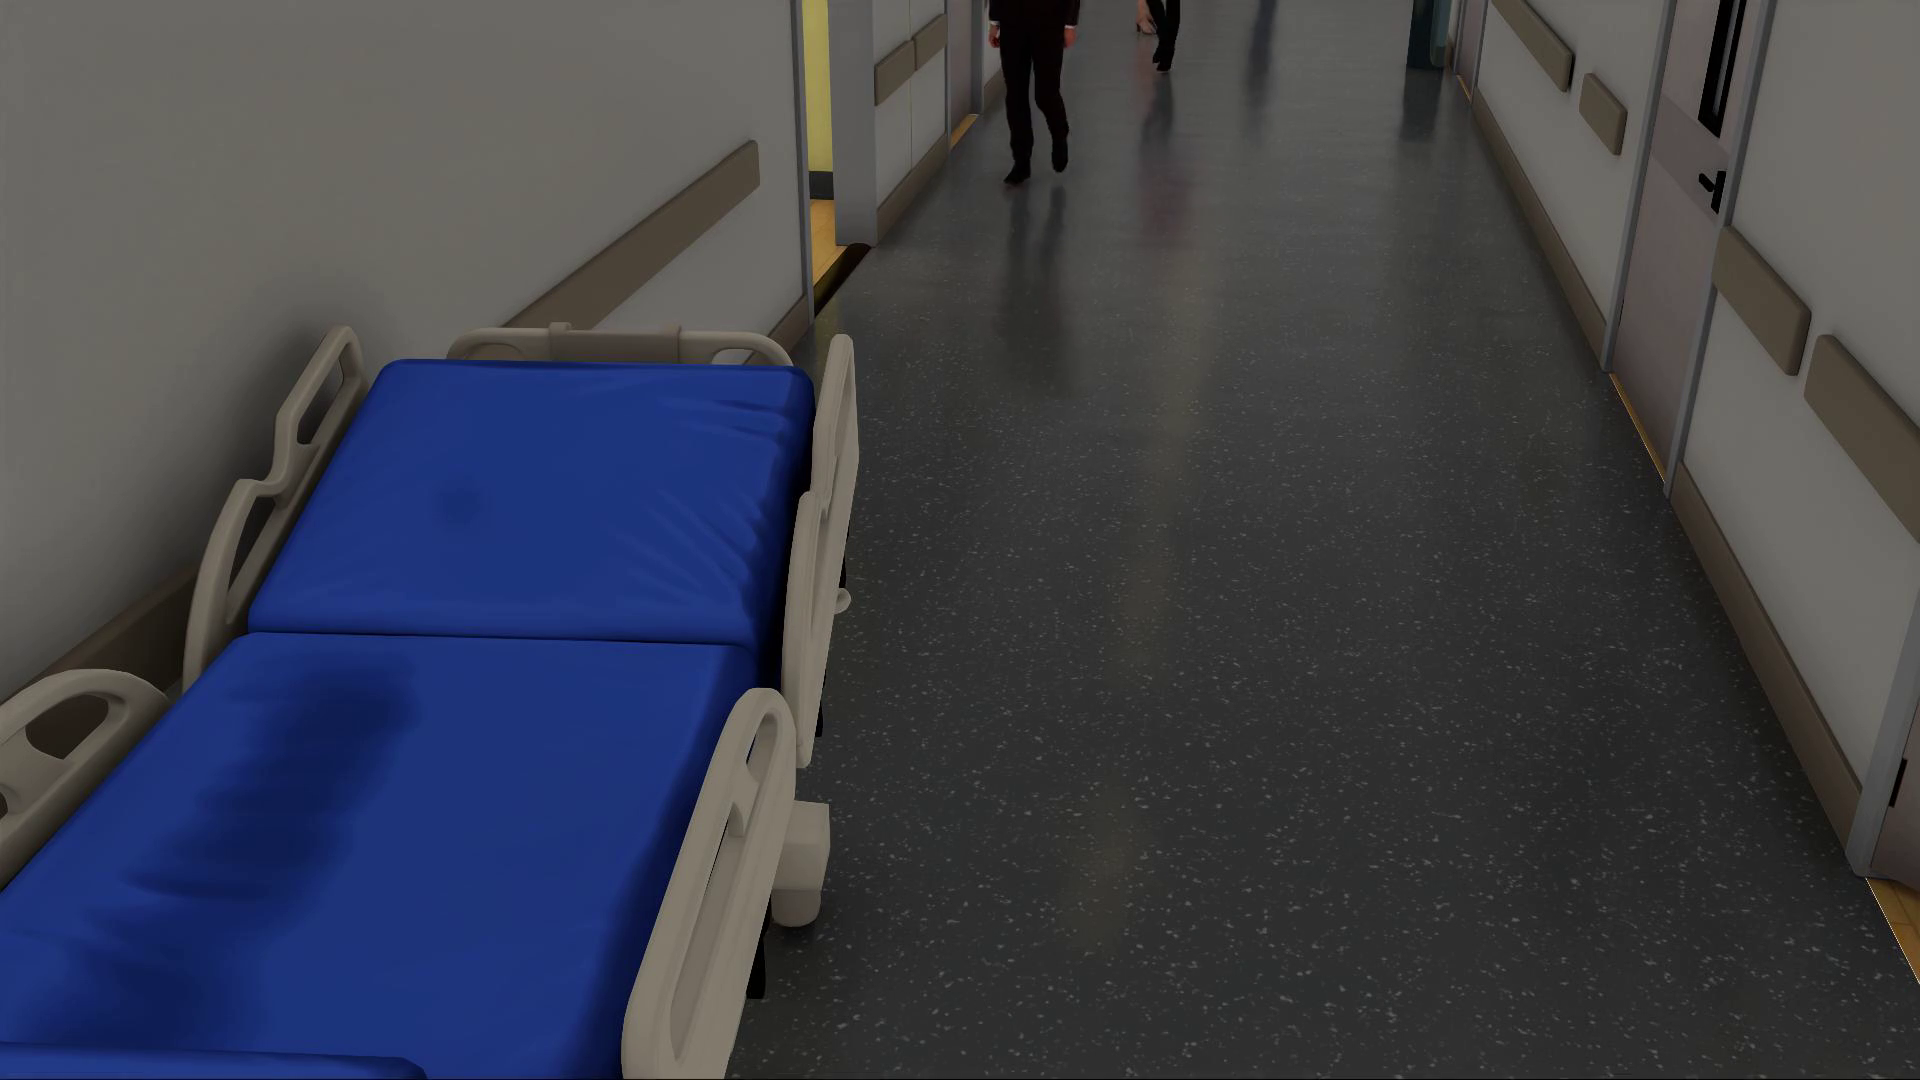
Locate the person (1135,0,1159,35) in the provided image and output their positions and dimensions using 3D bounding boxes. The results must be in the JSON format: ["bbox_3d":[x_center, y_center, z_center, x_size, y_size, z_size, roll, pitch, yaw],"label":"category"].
[{"bbox_3d":[1.769,-5.423,14.769,0.771,1.769,0.766,16,30,29],"label":"person"}]

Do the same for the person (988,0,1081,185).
[{"bbox_3d":[0.452,-3.047,9.747,0.808,1.852,0.837,10,28,20],"label":"person"}]
